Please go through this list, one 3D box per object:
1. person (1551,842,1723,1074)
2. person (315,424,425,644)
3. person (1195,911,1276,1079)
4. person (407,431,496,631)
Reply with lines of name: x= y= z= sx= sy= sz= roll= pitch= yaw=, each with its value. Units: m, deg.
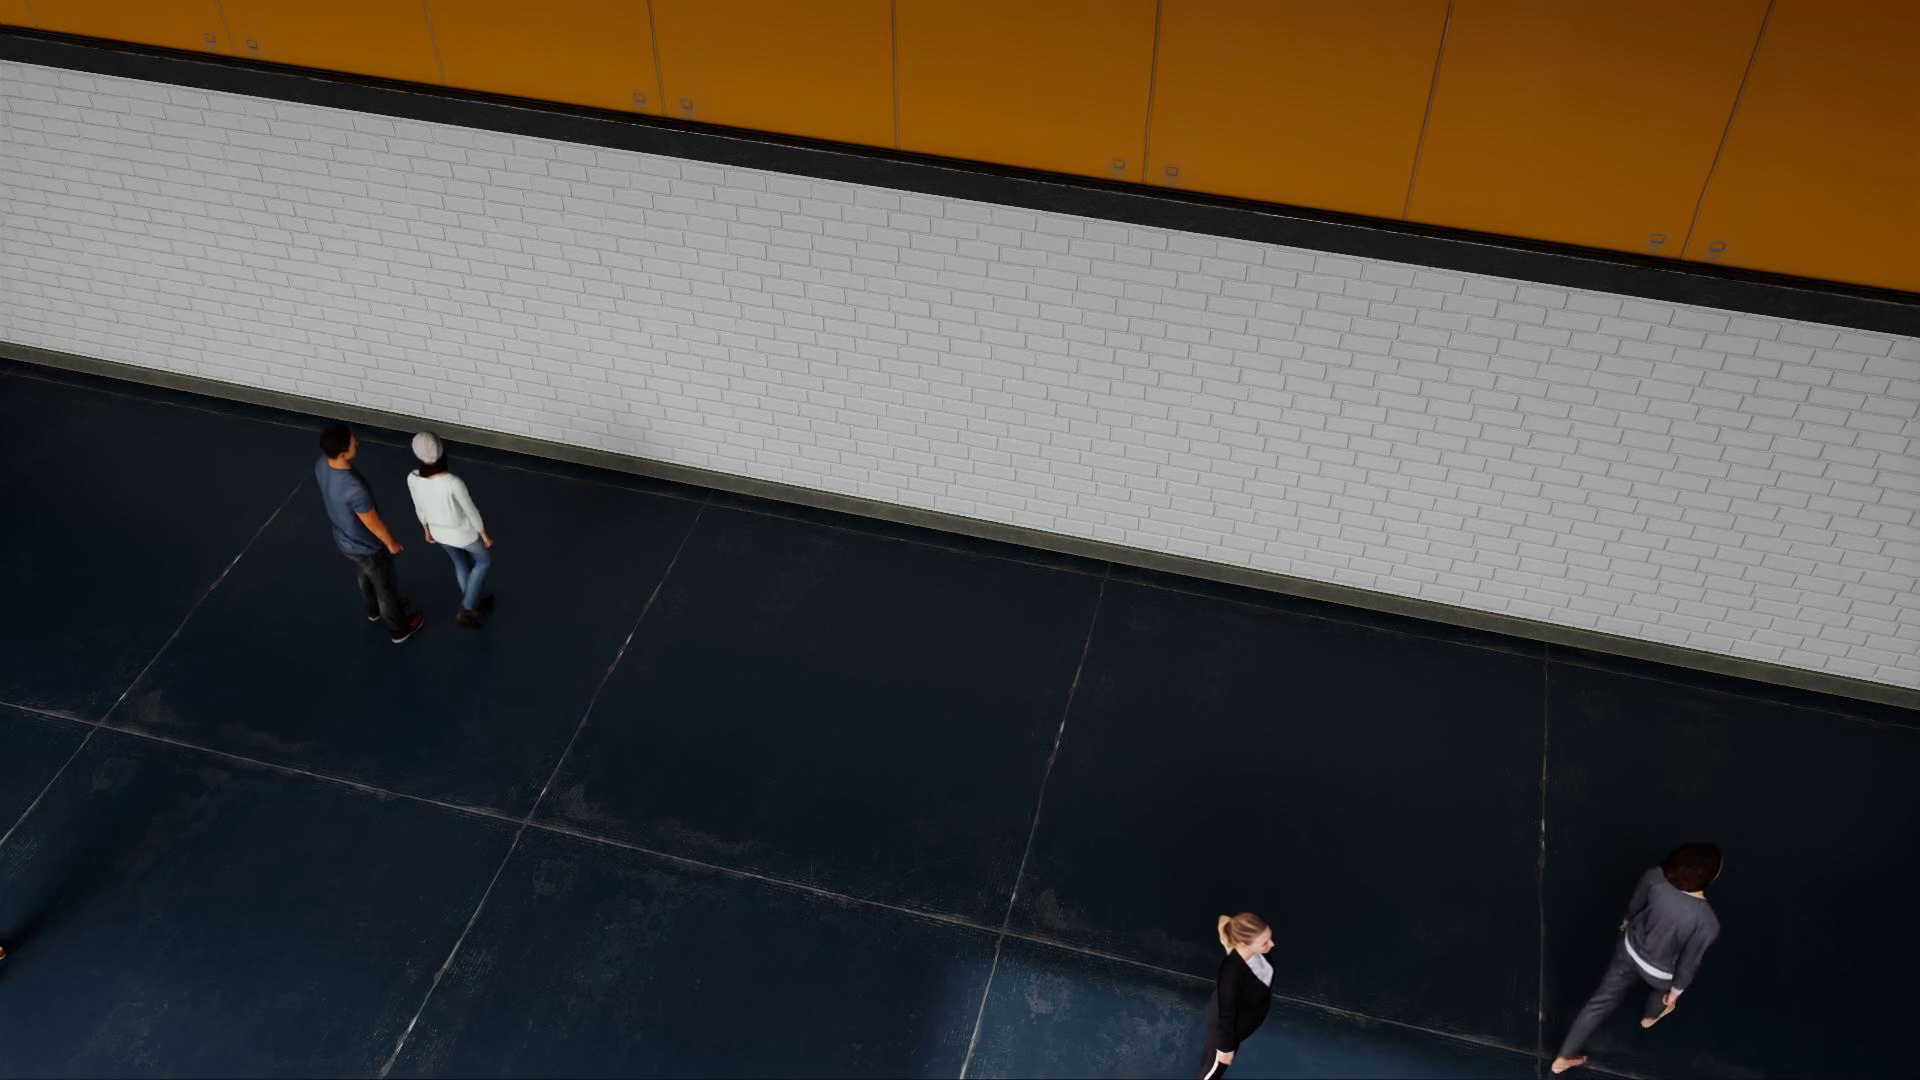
person: x=3.451 y=2.159 z=8.437 sx=1.195 sy=1.725 sz=1.075 roll=-25 pitch=49 yaw=-24
person: x=-3.856 y=-0.011 z=10.658 sx=0.769 sy=1.802 sz=0.789 roll=33 pitch=53 yaw=30
person: x=1.336 y=2.362 z=8.237 sx=0.693 sy=1.707 sz=0.512 roll=15 pitch=46 yaw=16
person: x=-3.299 y=-0.010 z=10.773 sx=0.610 sy=1.643 sz=0.734 roll=11 pitch=45 yaw=12
